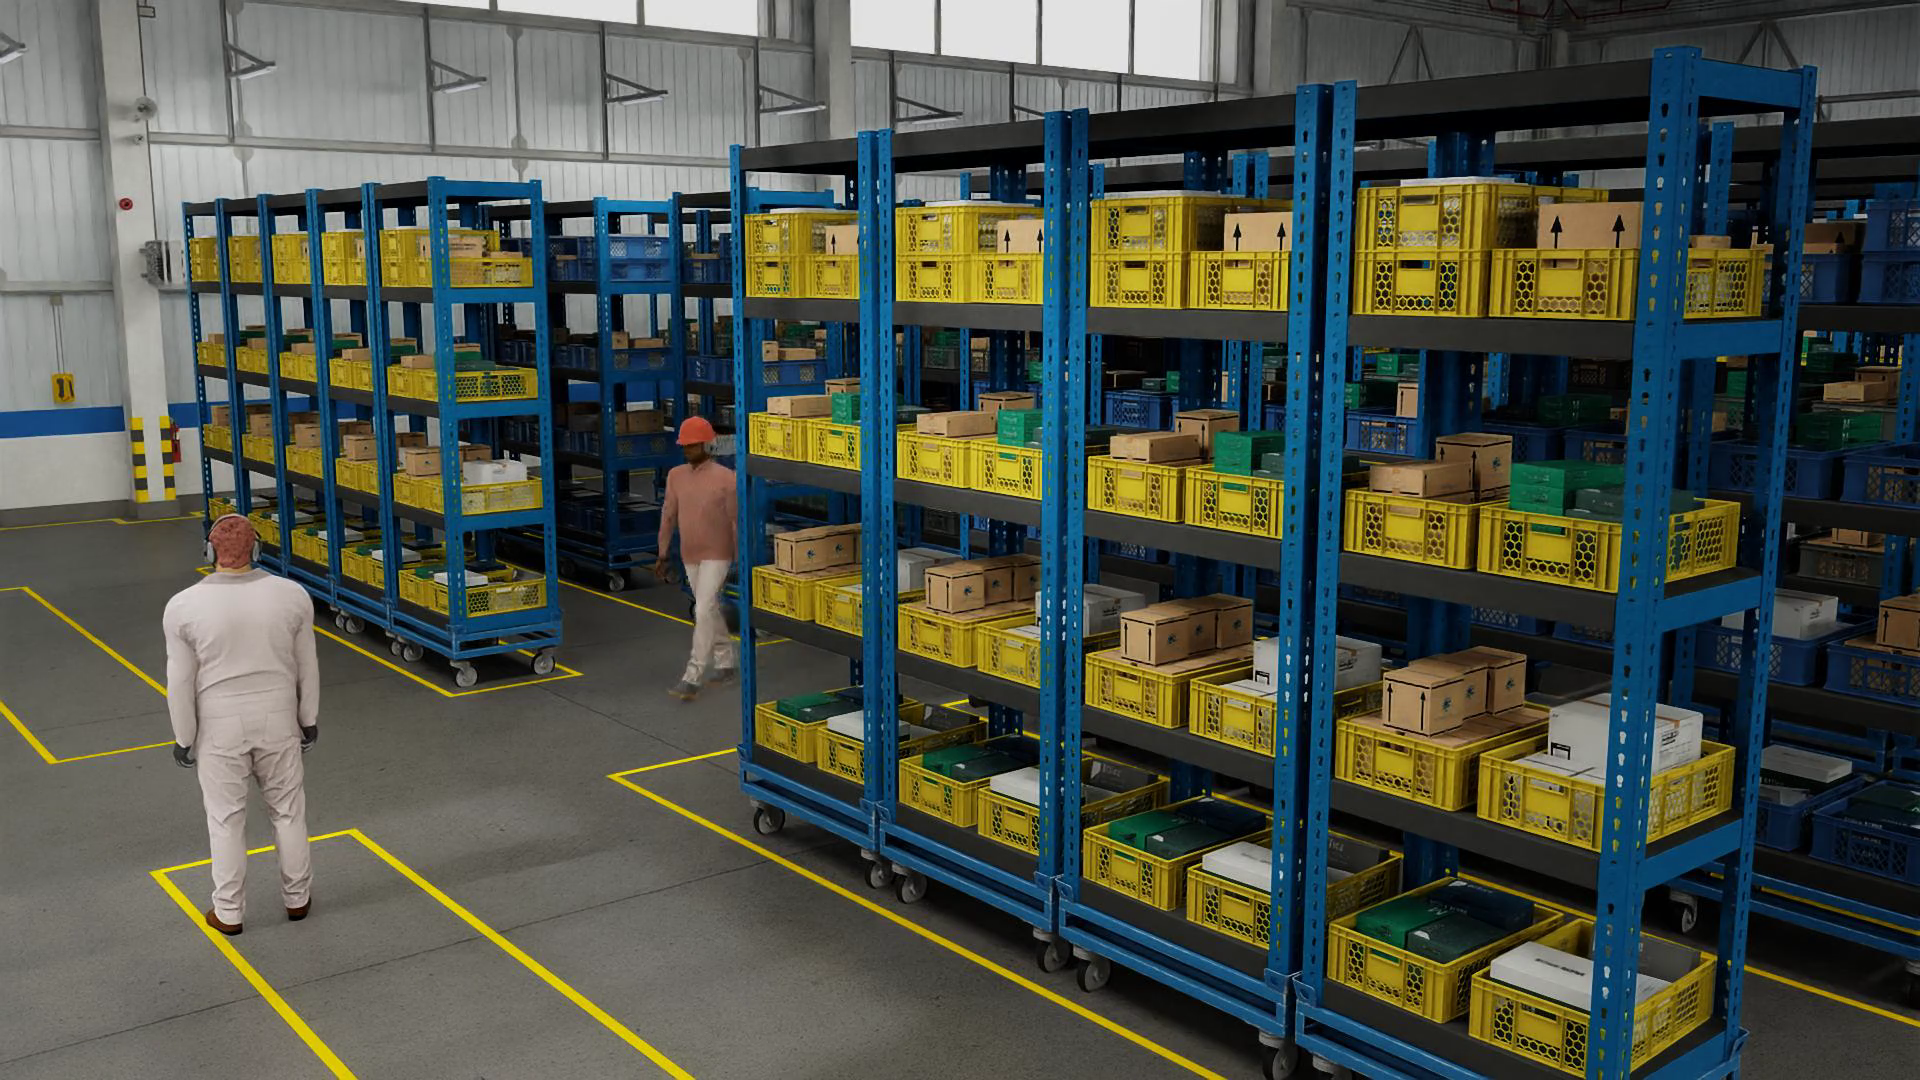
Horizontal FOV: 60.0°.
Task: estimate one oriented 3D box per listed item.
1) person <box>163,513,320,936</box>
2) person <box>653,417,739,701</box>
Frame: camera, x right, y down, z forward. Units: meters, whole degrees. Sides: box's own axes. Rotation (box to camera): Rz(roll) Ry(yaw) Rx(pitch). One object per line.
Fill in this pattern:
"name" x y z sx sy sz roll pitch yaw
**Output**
"person" -3.235 0.826 7.536 0.647 1.908 0.409 -7 11 -34
"person" -1.860 0.125 11.605 0.611 1.947 0.978 6 11 31
